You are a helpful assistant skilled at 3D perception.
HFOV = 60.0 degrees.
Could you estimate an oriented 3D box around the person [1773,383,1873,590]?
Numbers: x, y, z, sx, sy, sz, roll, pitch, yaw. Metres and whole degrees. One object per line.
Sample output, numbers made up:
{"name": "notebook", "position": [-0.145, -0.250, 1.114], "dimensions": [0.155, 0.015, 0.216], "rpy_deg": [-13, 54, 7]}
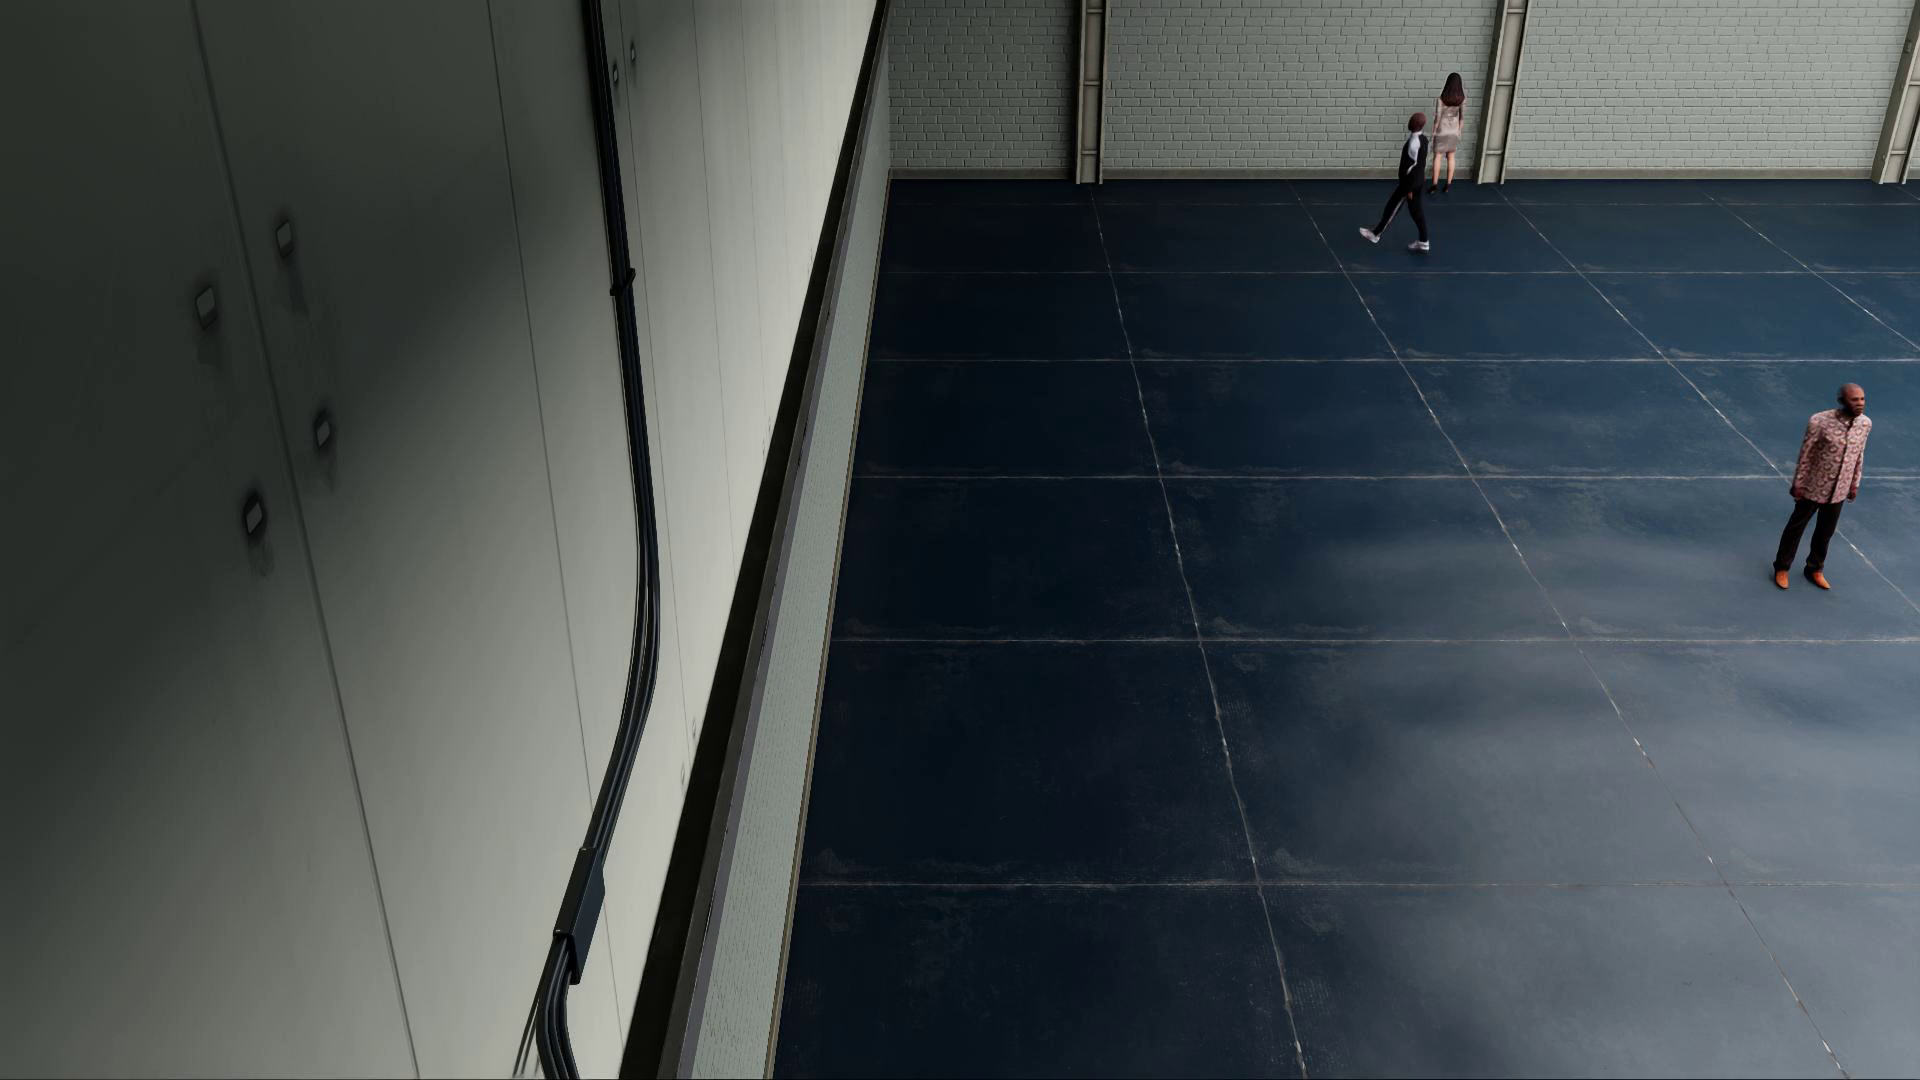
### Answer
{"name": "person", "position": [7.171, -0.463, 13.792], "dimensions": [0.503, 1.806, 0.743], "rpy_deg": [1, 28, 1]}

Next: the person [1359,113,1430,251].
{"name": "person", "position": [5.944, -4.613, 21.605], "dimensions": [1.254, 1.787, 1.124], "rpy_deg": [19, 33, 31]}

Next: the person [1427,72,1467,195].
{"name": "person", "position": [7.022, -5.859, 23.988], "dimensions": [0.480, 1.747, 0.670], "rpy_deg": [-3, 28, -6]}
